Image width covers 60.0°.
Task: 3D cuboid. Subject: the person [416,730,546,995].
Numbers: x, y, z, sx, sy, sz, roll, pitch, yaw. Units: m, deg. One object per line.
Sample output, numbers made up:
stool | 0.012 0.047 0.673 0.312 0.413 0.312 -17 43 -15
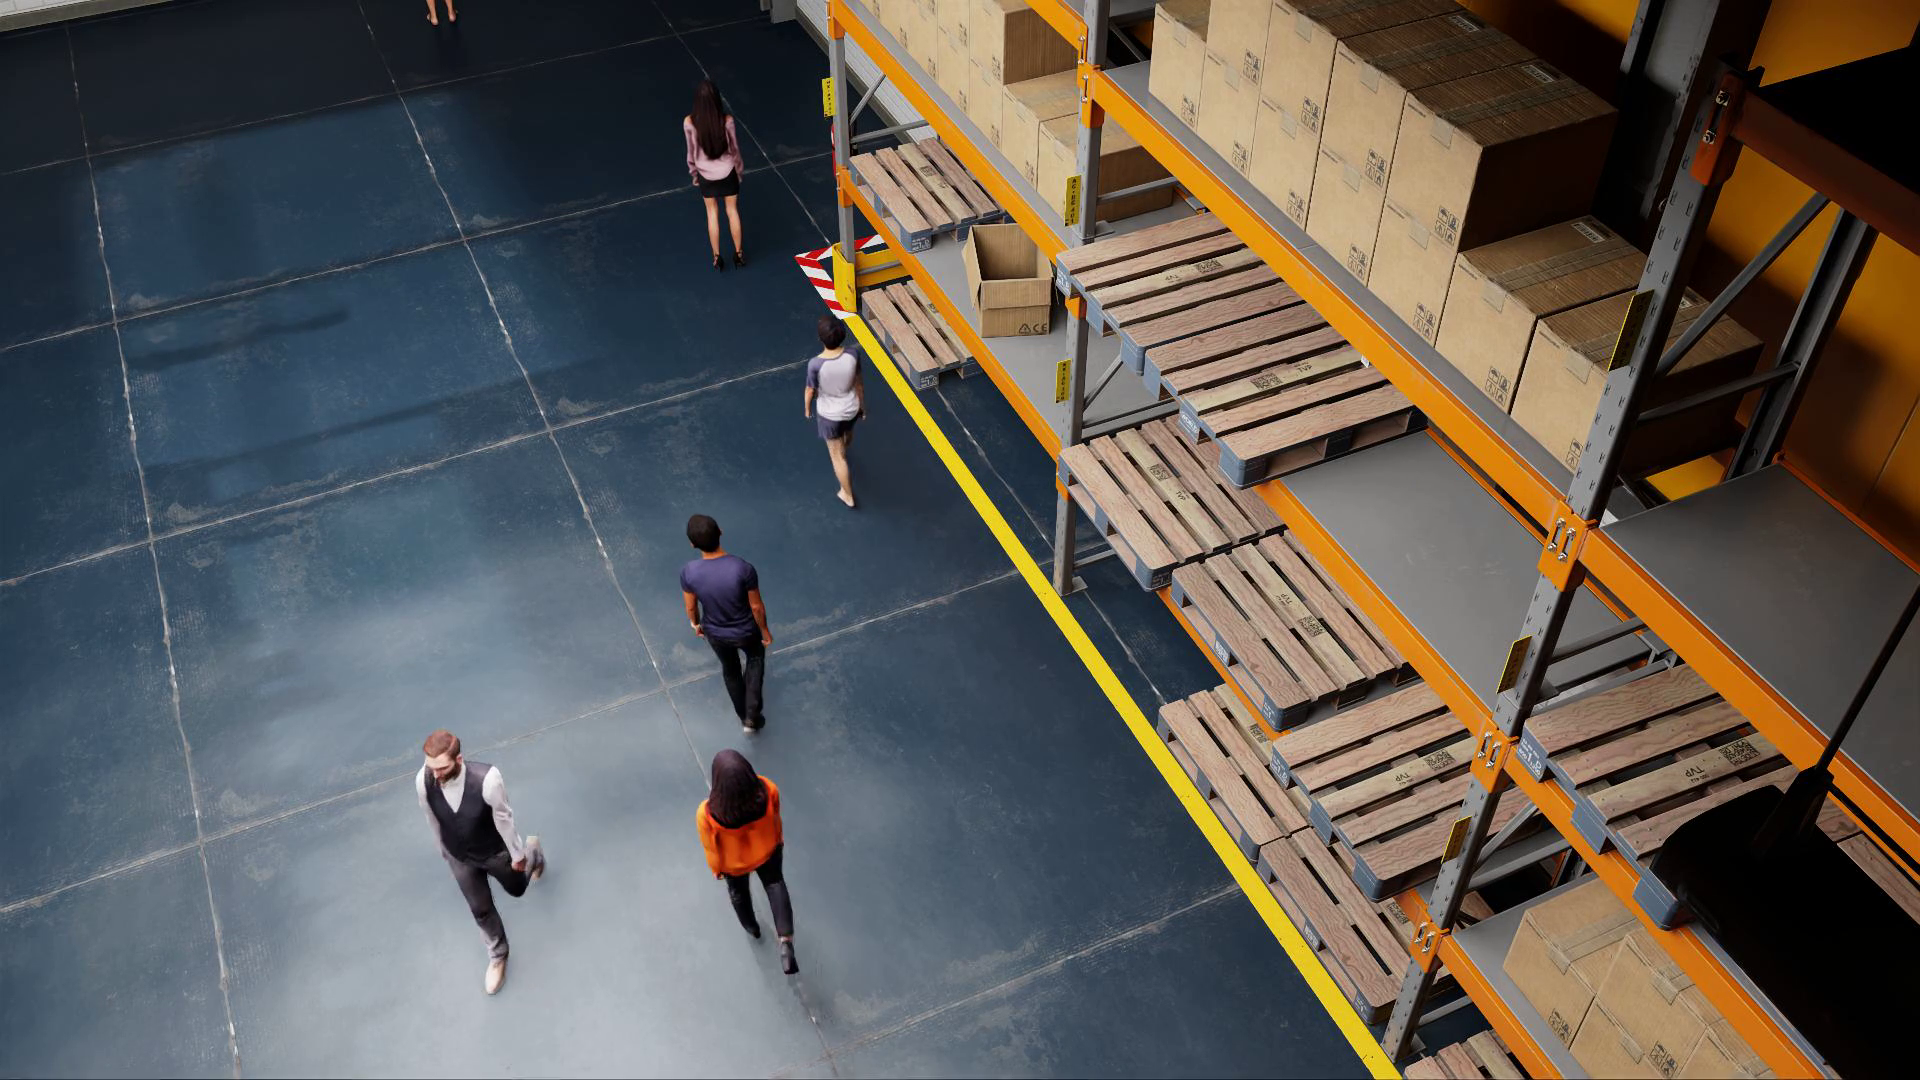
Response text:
person | -2.614 1.624 9.202 1.002 1.915 1.215 3 44 3

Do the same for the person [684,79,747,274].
person | -2.073 -3.104 14.240 0.685 1.811 0.649 -3 44 -3

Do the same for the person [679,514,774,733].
person | -1.442 0.621 10.361 0.811 1.767 0.832 1 44 1

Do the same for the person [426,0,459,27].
person | -5.694 -6.293 17.772 0.524 1.556 0.534 -17 46 -17

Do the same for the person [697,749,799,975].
person | -1.132 1.789 9.162 0.627 1.731 0.920 -17 46 -17

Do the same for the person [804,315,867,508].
person | -0.861 -0.910 12.146 0.580 1.522 0.967 -19 47 -18
